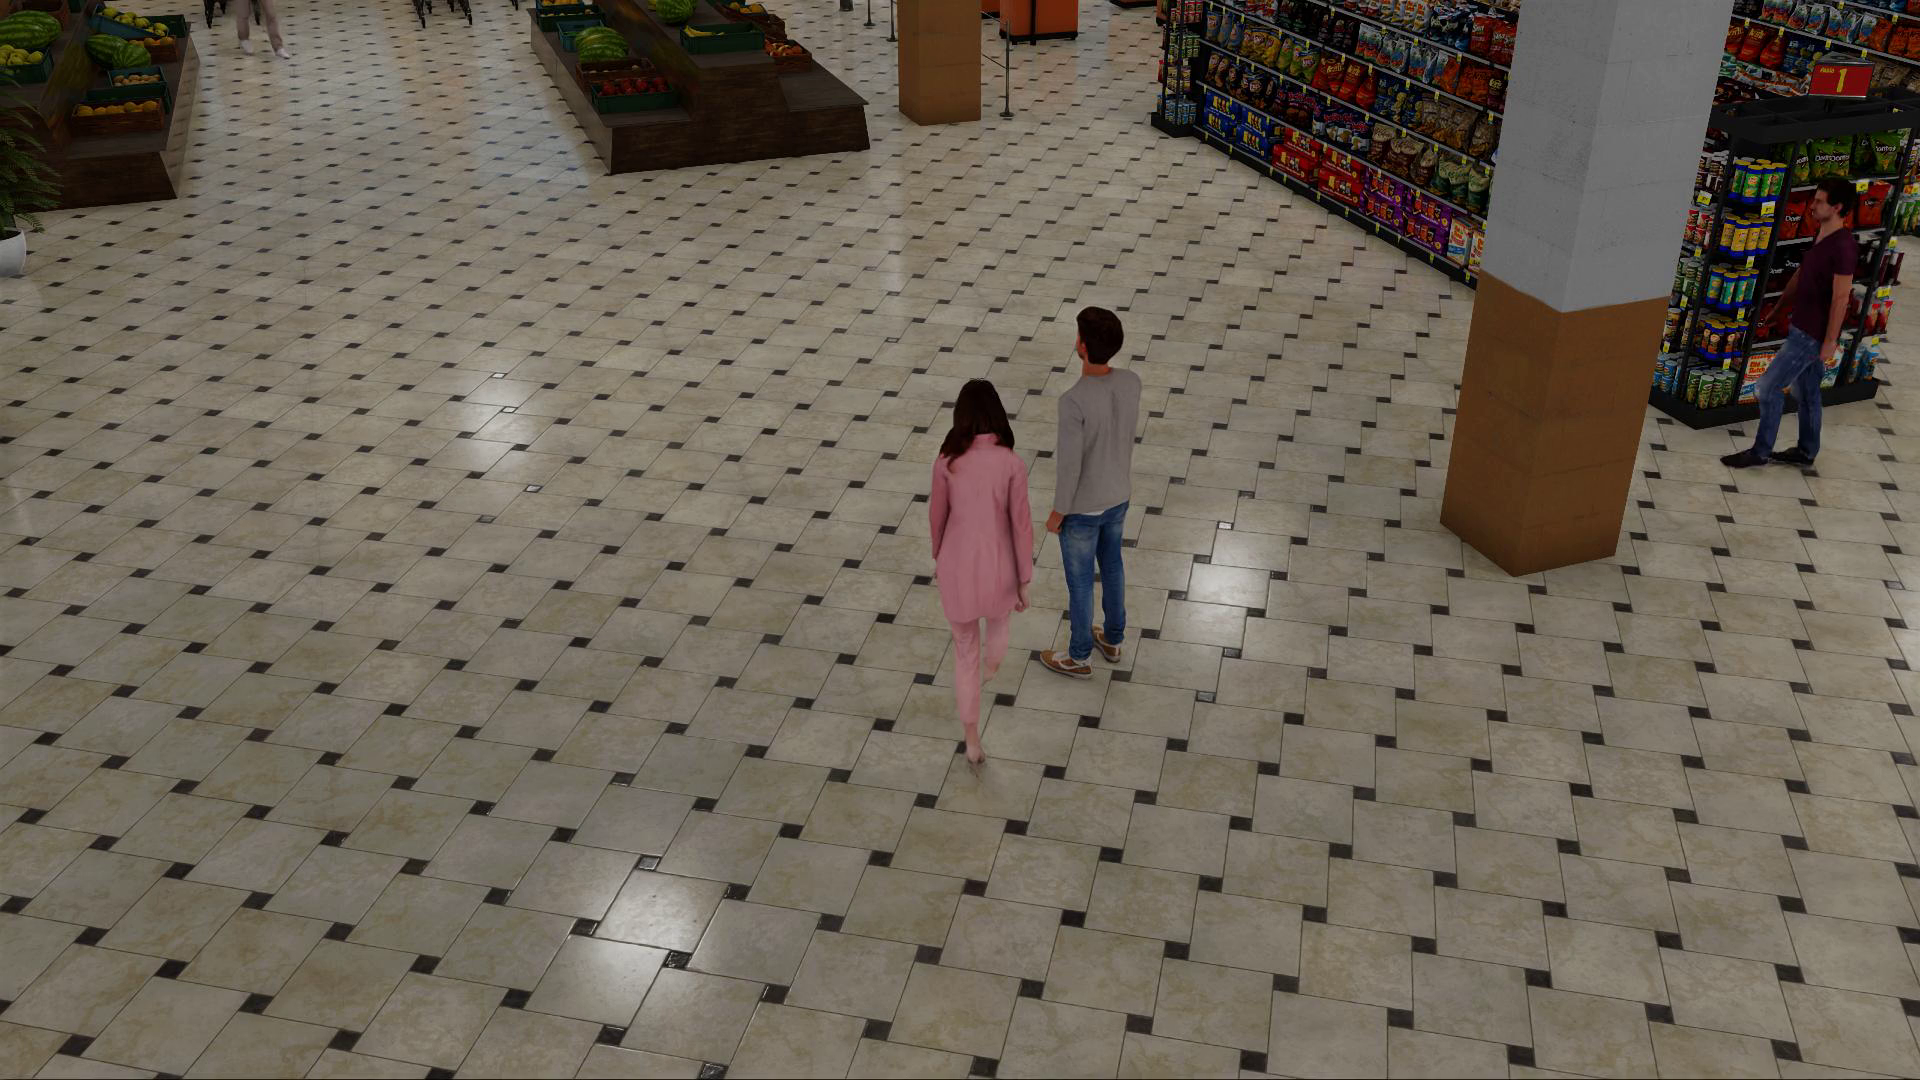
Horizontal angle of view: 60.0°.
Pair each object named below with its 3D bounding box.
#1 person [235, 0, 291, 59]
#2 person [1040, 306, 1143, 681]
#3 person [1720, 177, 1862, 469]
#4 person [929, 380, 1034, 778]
[{"bbox_3d":[-8.621,-6.775,20.094,0.969,1.829,1.284,-23,36,-35],"label":"person"},{"bbox_3d":[0.649,-0.206,7.983,0.737,1.905,0.706,-21,35,-34],"label":"person"},{"bbox_3d":[5.217,-1.260,9.994,0.946,1.828,0.903,8,30,14],"label":"person"},{"bbox_3d":[0.076,0.223,7.360,0.938,1.748,1.222,3,29,5],"label":"person"}]
